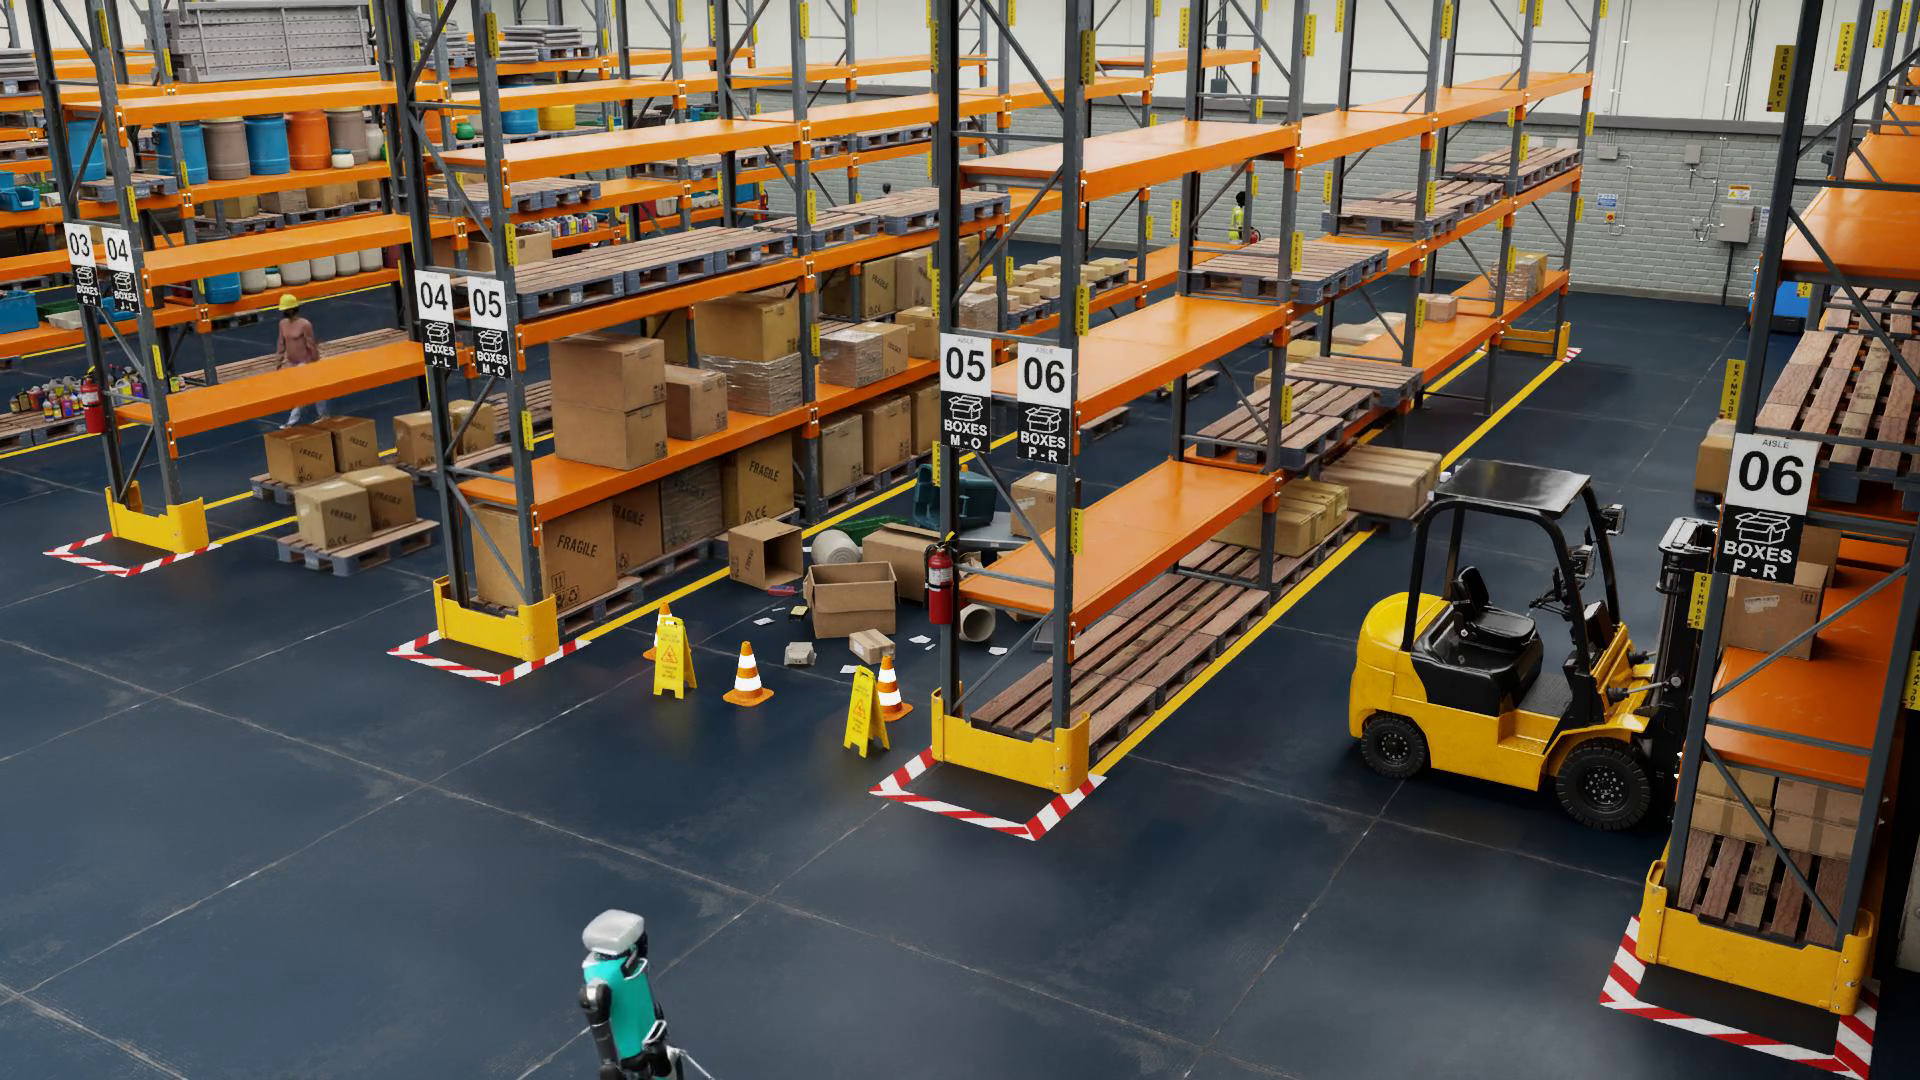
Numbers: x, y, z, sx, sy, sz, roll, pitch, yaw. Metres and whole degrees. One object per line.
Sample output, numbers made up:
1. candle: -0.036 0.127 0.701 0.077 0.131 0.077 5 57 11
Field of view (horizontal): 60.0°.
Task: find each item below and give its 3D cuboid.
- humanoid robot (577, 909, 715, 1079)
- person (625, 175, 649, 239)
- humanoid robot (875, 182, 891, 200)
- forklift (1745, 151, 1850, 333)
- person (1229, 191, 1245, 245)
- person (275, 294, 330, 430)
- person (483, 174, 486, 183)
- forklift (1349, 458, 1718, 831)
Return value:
1. humanoid robot: -1.213 2.495 7.274 0.787 1.840 0.536 3 19 10
2. person: -6.926 -7.235 35.371 0.422 1.683 0.492 9 21 24
3. humanoid robot: -1.397 -6.013 31.845 0.612 1.647 0.402 -10 21 -26
4. forklift: 13.620 -4.667 26.137 1.873 2.768 1.129 11 22 29
5. person: 5.093 -5.542 30.468 0.321 1.687 0.536 0 19 1
6. person: -8.306 -2.206 20.764 0.549 1.713 0.910 10 22 27
7. person: -10.422 -7.746 36.663 0.330 1.800 0.537 6 20 16
8. forklift: 3.988 0.658 11.776 2.313 2.155 1.214 11 22 29
